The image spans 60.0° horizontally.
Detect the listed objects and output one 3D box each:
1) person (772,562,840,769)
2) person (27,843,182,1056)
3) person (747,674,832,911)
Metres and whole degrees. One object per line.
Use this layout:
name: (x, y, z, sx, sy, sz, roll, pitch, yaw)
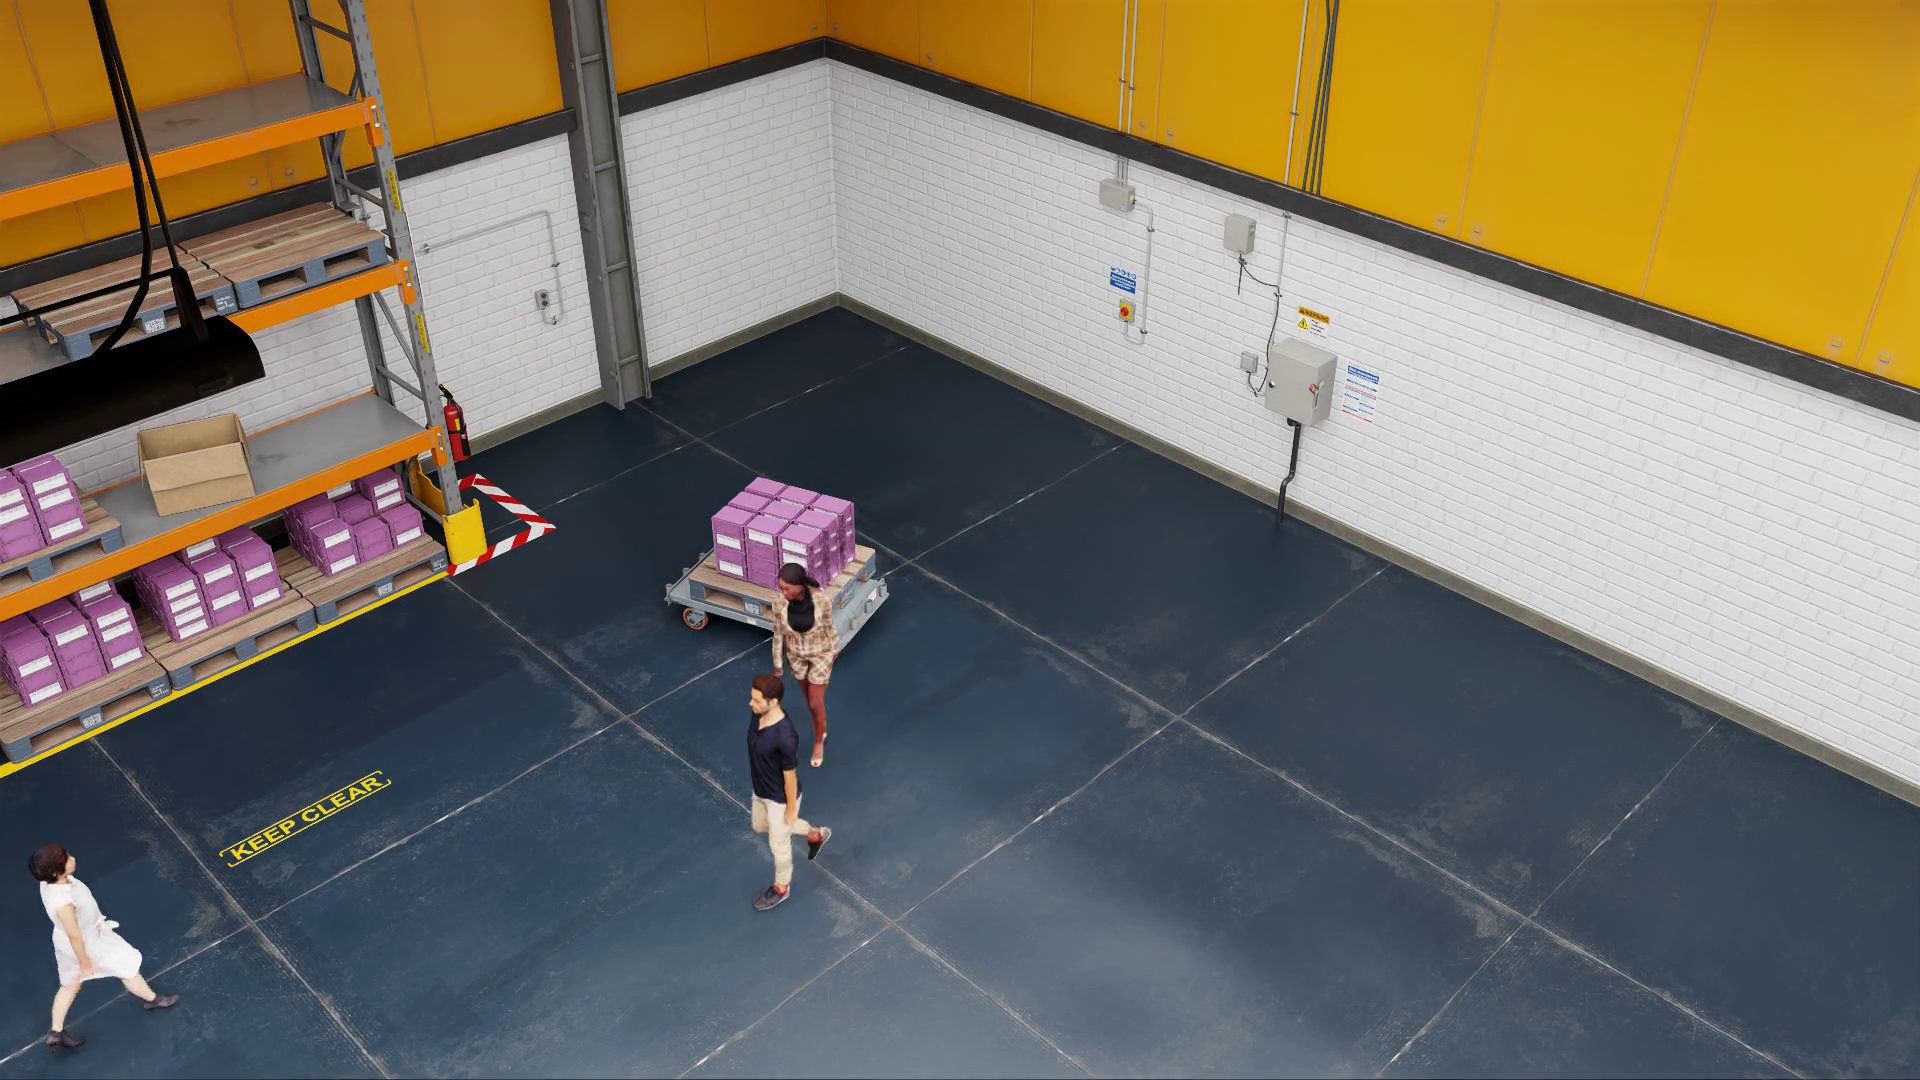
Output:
person: (-1.061, 0.817, 12.016, 0.810, 1.748, 0.895, 1, 34, 1)
person: (-5.247, 2.423, 9.805, 0.971, 1.519, 0.540, -28, 43, -35)
person: (-1.117, 1.585, 10.771, 0.950, 1.846, 0.743, -21, 39, -28)
